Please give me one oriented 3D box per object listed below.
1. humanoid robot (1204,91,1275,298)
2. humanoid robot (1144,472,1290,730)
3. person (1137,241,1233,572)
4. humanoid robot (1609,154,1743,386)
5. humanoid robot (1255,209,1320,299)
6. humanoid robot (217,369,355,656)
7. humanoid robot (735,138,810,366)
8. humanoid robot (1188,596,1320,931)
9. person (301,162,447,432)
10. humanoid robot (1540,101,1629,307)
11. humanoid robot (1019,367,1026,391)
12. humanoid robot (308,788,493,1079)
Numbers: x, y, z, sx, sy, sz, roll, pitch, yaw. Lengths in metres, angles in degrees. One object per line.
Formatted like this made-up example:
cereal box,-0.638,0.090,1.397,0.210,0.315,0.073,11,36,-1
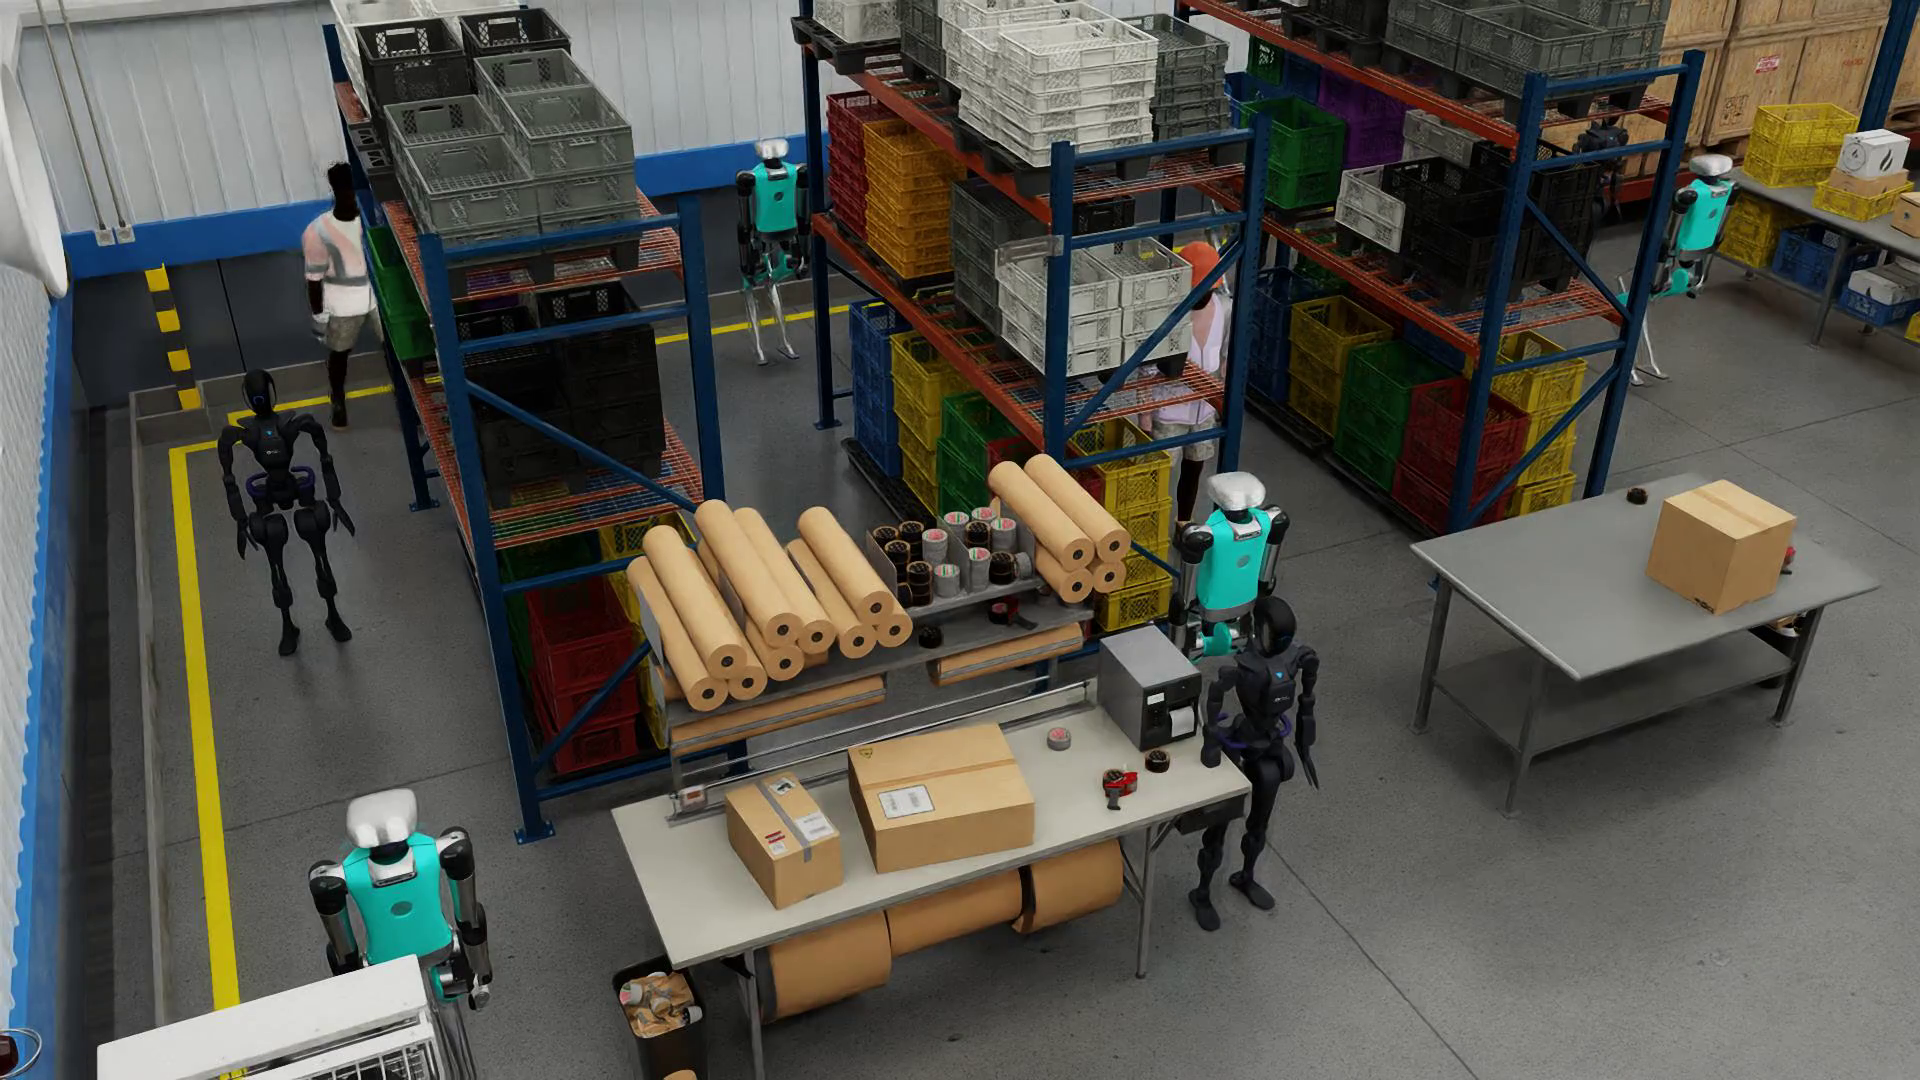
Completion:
humanoid robot,2.179,-2.735,12.884,0.533,1.677,0.735,-13,34,-20
humanoid robot,1.118,0.341,7.893,0.533,1.673,0.735,-13,34,-20
person,1.295,-0.737,9.478,0.613,2.040,0.389,-13,34,-20
humanoid robot,4.869,-1.925,11.568,0.533,1.677,0.735,-13,34,-20
humanoid robot,2.539,-2.701,13.000,0.599,1.657,0.315,-13,34,-20
humanoid robot,-3.571,-0.155,8.865,0.599,1.657,0.315,-13,34,-20
humanoid robot,-1.376,-2.099,11.852,0.533,1.677,0.735,-13,34,-20
humanoid robot,1.255,0.941,7.086,0.599,1.655,0.315,-13,34,-20
person,-3.937,-1.564,10.947,0.977,1.900,0.716,22,38,31
humanoid robot,4.872,-2.633,12.891,0.599,1.655,0.315,-13,34,-20
humanoid robot,0.608,-1.859,11.634,0.599,1.655,0.315,-13,34,-20
humanoid robot,-2.001,1.473,6.050,0.533,1.677,0.735,-13,34,-20
